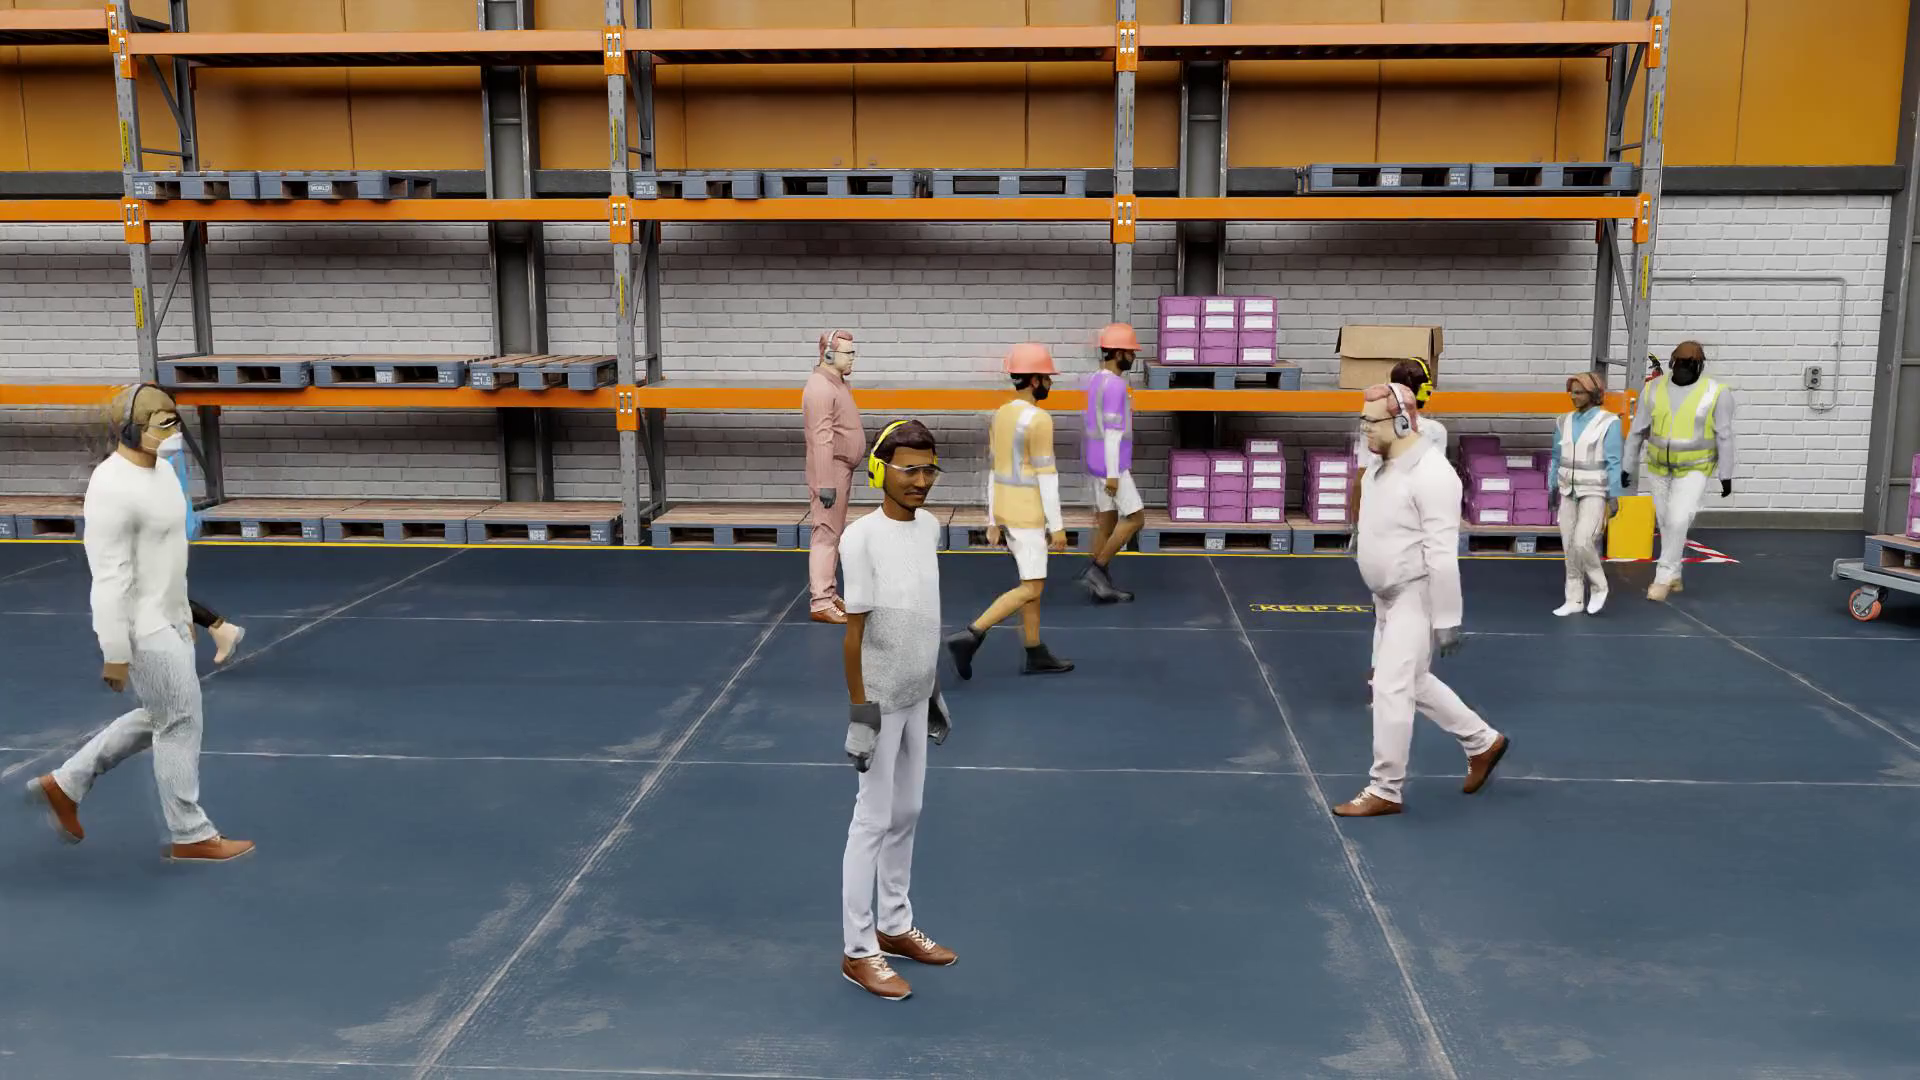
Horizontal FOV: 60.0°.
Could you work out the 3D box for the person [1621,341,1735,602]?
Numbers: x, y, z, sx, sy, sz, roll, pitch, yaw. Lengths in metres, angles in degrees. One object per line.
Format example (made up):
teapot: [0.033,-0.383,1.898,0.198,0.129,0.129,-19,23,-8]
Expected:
person: [4.935,-0.475,11.521,0.728,1.795,0.726,-9,13,-41]

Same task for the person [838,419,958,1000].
person: [-0.196,0.534,5.426,0.323,1.865,0.518,6,11,31]

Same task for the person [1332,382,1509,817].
person: [2.014,0.250,7.114,0.807,1.869,0.664,-1,10,-7]

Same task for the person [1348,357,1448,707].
person: [2.370,-0.038,8.821,0.580,1.850,0.503,-8,12,-39]

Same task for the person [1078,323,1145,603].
person: [1.059,-0.508,11.327,0.396,1.926,0.555,-1,10,-8]

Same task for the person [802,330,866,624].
person: [-0.813,-0.416,10.876,0.401,1.904,0.651,0,10,3]

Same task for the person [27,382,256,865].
person: [-3.206,0.347,6.392,0.752,1.911,0.643,-2,10,-12]

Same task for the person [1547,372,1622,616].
person: [4.074,-0.286,10.917,0.377,1.623,0.545,-5,11,-28]

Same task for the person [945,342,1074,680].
person: [0.280,-0.140,9.252,0.775,1.914,0.545,-4,10,-21]

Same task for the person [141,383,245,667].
person: [-4.393,-0.040,9.330,0.540,1.682,0.540,-3,10,-18]
